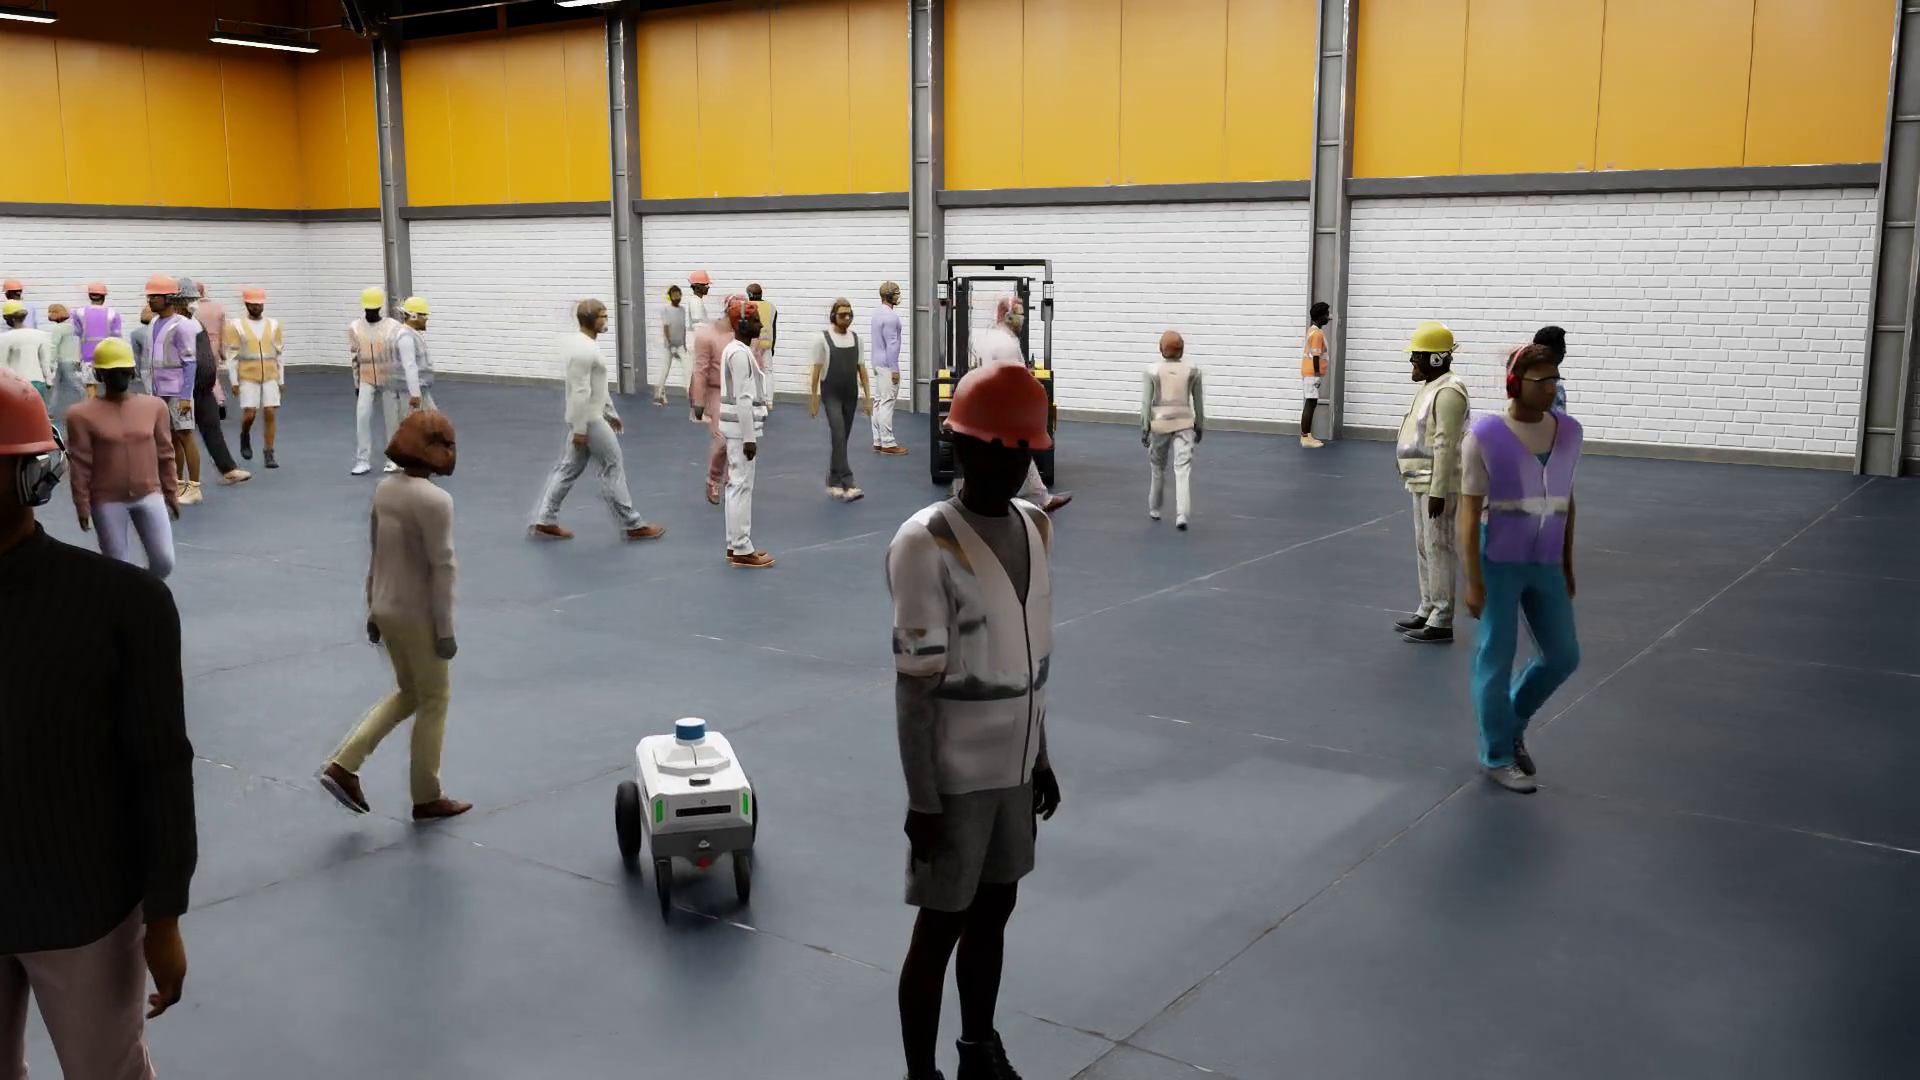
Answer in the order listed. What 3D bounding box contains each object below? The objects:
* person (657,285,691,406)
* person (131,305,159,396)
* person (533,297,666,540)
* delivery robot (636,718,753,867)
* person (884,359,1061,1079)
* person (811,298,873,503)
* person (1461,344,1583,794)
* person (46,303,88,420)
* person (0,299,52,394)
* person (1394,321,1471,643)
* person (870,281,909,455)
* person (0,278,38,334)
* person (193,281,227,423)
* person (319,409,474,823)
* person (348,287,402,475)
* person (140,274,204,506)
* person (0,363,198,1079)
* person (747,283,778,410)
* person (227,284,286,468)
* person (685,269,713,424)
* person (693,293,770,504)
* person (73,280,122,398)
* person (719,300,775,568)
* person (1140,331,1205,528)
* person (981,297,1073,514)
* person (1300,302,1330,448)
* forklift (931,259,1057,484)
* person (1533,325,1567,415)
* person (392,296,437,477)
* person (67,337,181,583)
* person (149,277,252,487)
[{"bbox_3d":[-4.202,-2.856,24.616,0.499,1.805,1.042,-9,13,-44],"label":"person"},{"bbox_3d":[-9.908,-2.084,20.491,0.518,1.621,0.361,-1,10,-6],"label":"person"},{"bbox_3d":[-2.840,-0.915,12.792,1.013,1.891,0.637,-3,10,-15],"label":"person"},{"bbox_3d":[-0.939,0.869,5.828,0.477,0.478,0.707,-3,10,-15],"label":"delivery robot"},{"bbox_3d":[0.066,0.535,3.995,0.376,1.934,0.547,7,12,37],"label":"person"},{"bbox_3d":[-1.001,-1.238,14.900,0.540,1.814,0.852,-7,12,-35],"label":"person"},{"bbox_3d":[2.281,0.118,6.769,0.603,1.830,0.451,-4,10,-21],"label":"person"},{"bbox_3d":[-12.131,-2.403,22.511,0.850,1.587,0.514,-2,10,-13],"label":"person"},{"bbox_3d":[-9.968,-1.669,17.647,0.514,1.746,0.561,4,10,23],"label":"person"},{"bbox_3d":[2.686,-0.329,9.479,0.403,1.825,0.592,1,10,3],"label":"person"},{"bbox_3d":[-0.810,-1.914,18.564,0.376,1.940,0.627,-3,10,-18],"label":"person"},{"bbox_3d":[-13.388,-2.732,23.541,0.816,1.907,0.561,1,10,5],"label":"person"},{"bbox_3d":[-10.077,-2.485,22.083,0.427,1.895,0.666,8,12,38],"label":"person"},{"bbox_3d":[-2.135,0.308,6.327,0.505,1.613,0.502,9,13,43],"label":"person"},{"bbox_3d":[-5.912,-1.598,16.842,0.590,1.888,0.765,0,10,-2],"label":"person"},{"bbox_3d":[-6.980,-1.317,14.698,0.605,2.045,0.379,7,12,37],"label":"person"},{"bbox_3d":[-1.706,0.667,3.023,0.611,1.996,0.378,0,10,-2],"label":"person"},{"bbox_3d":[-2.931,-2.777,24.002,0.619,1.842,0.430,-8,13,-41],"label":"person"},{"bbox_3d":[-7.369,-1.713,17.433,0.541,1.921,0.581,-7,12,-38],"label":"person"},{"bbox_3d":[-3.460,-2.567,22.139,0.383,2.045,0.605,-3,10,-15],"label":"person"},{"bbox_3d":[-1.997,-1.229,14.654,0.661,1.882,0.425,-8,12,-38],"label":"person"},{"bbox_3d":[-10.921,-2.326,21.092,0.579,1.916,0.615,-4,10,-25],"label":"person"},{"bbox_3d":[-1.529,-0.748,11.786,0.354,1.883,0.572,-2,10,-13],"label":"person"},{"bbox_3d":[1.742,-0.908,13.606,0.538,1.593,0.873,0,10,0],"label":"person"},{"bbox_3d":[0.470,-1.075,13.795,0.987,1.852,0.679,-1,10,-5],"label":"person"},{"bbox_3d":[4.119,-1.914,19.314,0.321,1.690,0.529,1,10,9],"label":"person"},{"bbox_3d":[0.370,-1.738,16.759,1.214,2.155,2.313,1,10,3],"label":"forklift"},{"bbox_3d":[4.248,-0.710,12.116,0.317,1.696,0.539,4,10,21],"label":"person"},{"bbox_3d":[-5.394,-1.510,16.535,0.464,1.808,0.629,-2,10,-12],"label":"person"},{"bbox_3d":[-4.490,-0.213,8.965,0.547,1.755,0.378,-8,13,-41],"label":"person"},{"bbox_3d":[-7.288,-1.500,15.794,0.953,2.000,0.701,2,10,14],"label":"person"}]
